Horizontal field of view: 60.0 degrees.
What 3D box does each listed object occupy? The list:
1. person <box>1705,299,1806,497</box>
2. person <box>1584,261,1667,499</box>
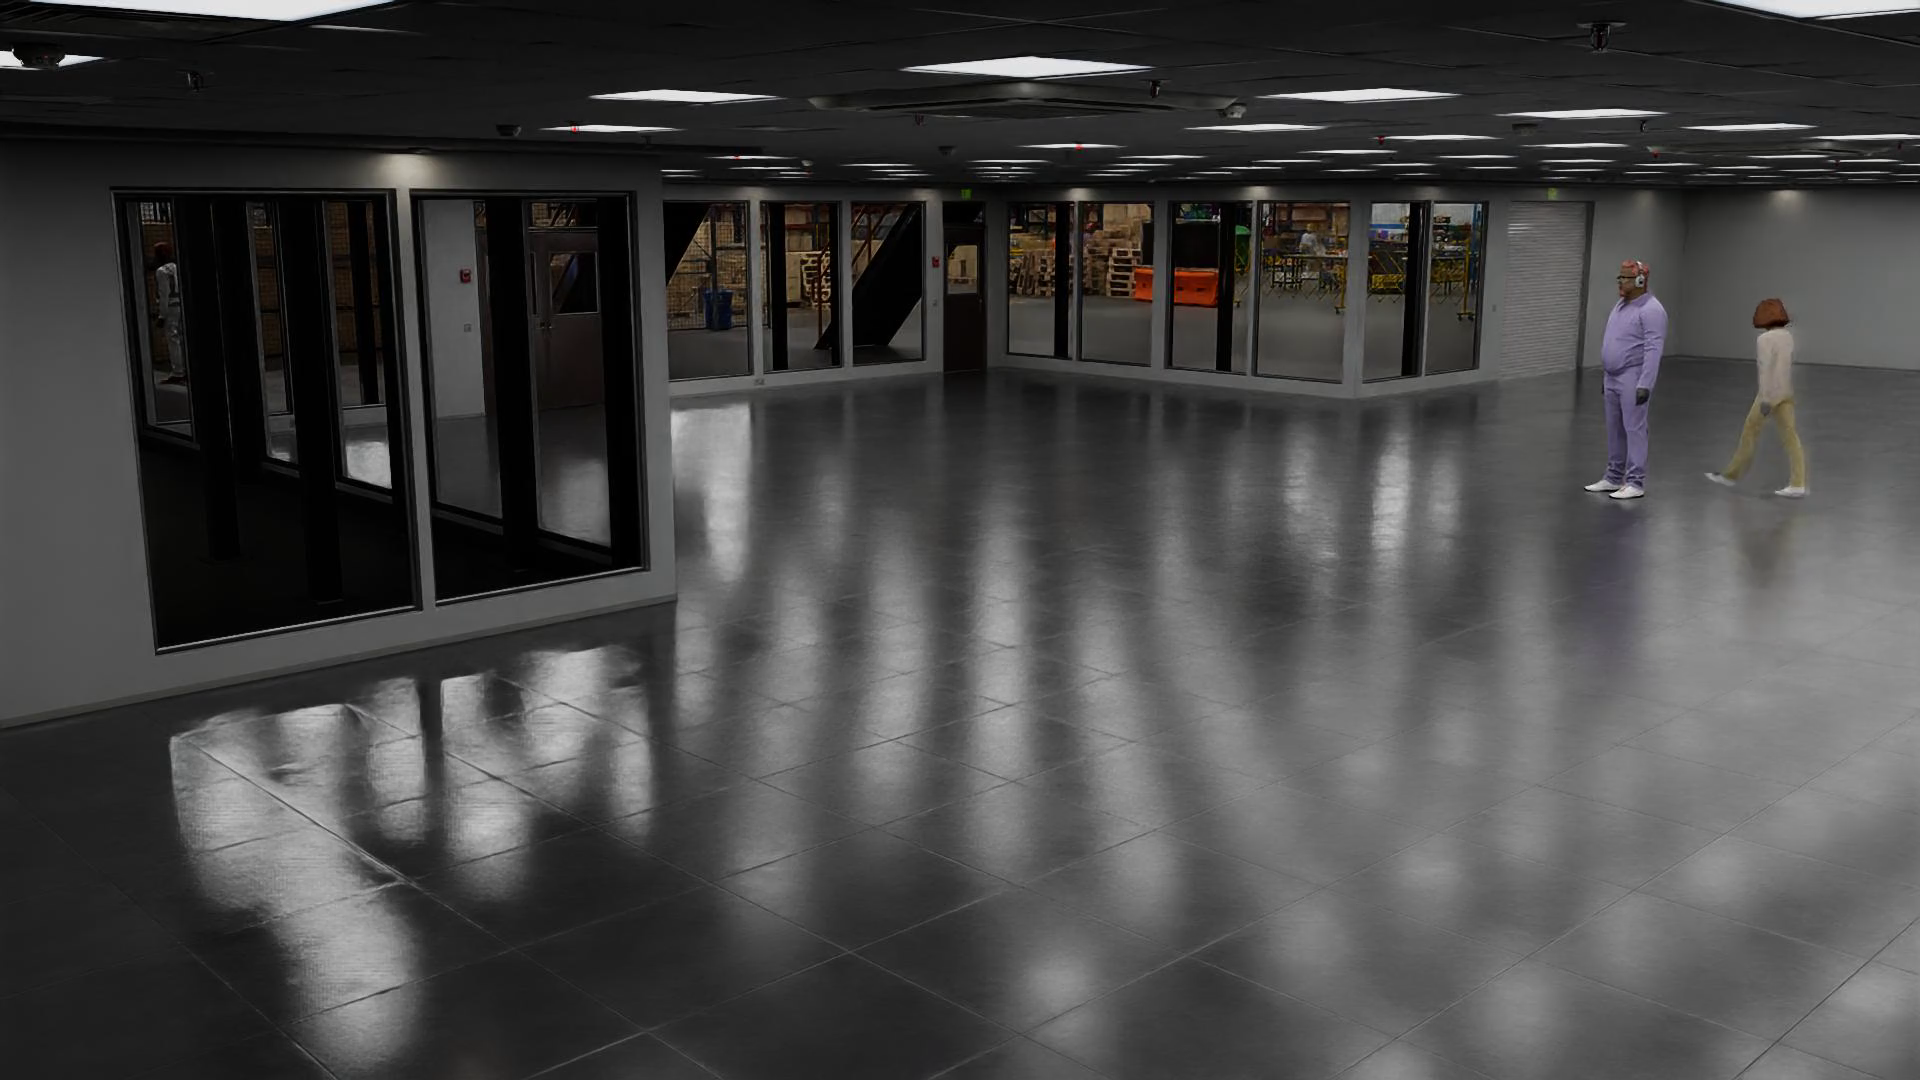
[{"bbox_3d":[6.583,-1.162,13.575,0.510,1.579,0.853,-7,14,-33],"label":"person"},{"bbox_3d":[5.377,-1.292,13.440,0.409,1.907,0.651,-2,11,-9],"label":"person"}]
